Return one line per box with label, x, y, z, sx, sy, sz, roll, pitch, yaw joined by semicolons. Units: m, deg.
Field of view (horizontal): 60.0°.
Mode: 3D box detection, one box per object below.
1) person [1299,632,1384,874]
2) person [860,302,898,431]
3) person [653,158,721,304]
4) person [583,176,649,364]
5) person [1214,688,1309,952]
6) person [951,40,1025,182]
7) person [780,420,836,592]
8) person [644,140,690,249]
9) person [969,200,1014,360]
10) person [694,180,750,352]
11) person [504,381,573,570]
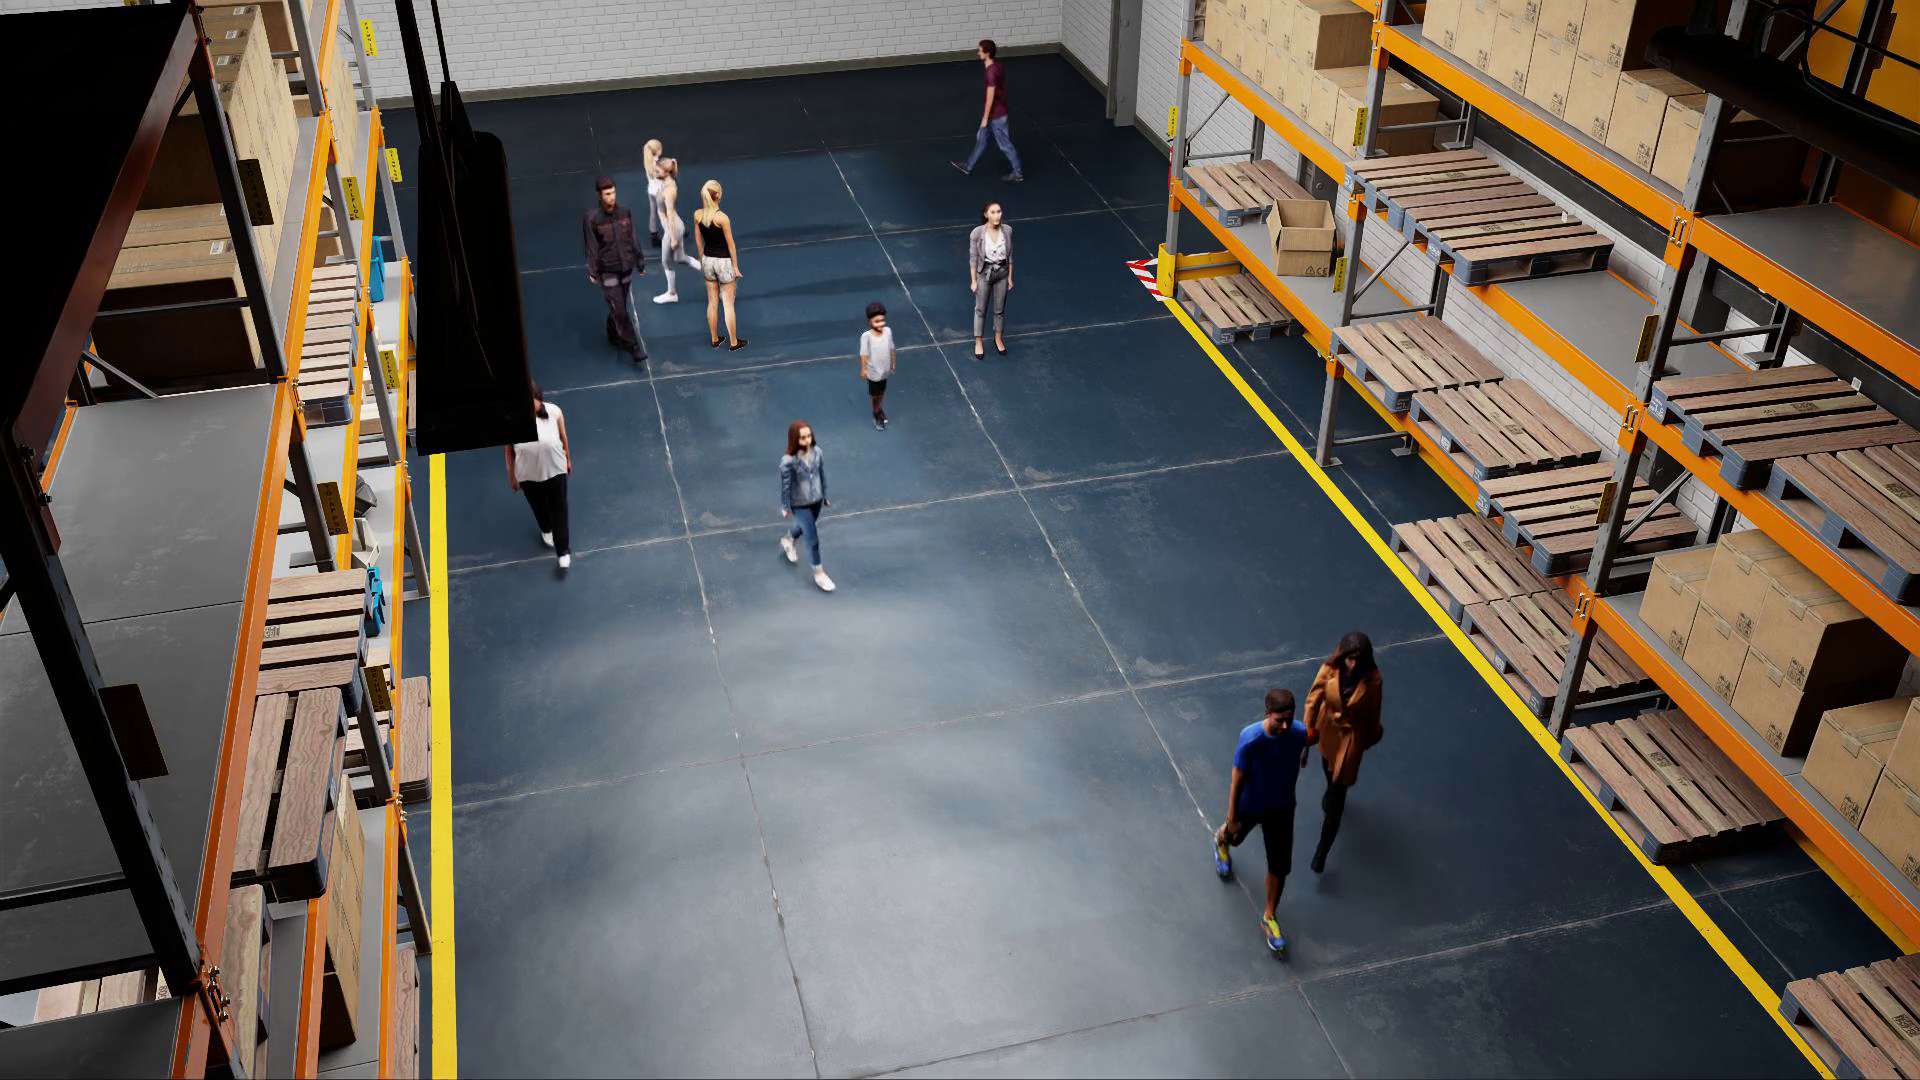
person;2.520;1.266;11.034;1.153;1.667;1.297;13;36;19
person;-0.812;-1.708;15.883;0.571;1.253;0.642;-17;37;-24
person;-3.003;-3.309;17.906;0.723;1.680;0.971;-3;34;-4
person;-3.569;-2.802;16.937;1.071;1.908;1.252;-29;43;-36
person;1.856;1.588;10.406;0.663;1.826;1.226;-5;34;-8
person;0.555;-5.339;20.856;1.000;1.795;1.210;3;34;4
person;-1.307;-0.343;13.645;0.868;1.457;1.071;-27;42;-34
person;-3.549;-4.003;19.327;0.759;1.262;0.799;22;39;29
person;0.318;-2.664;16.938;0.609;1.678;0.577;-9;35;-14
person;-2.477;-2.821;17.022;0.693;1.845;0.734;14;36;21
person;-3.491;-0.623;13.885;0.680;1.657;1.022;-8;34;-11
